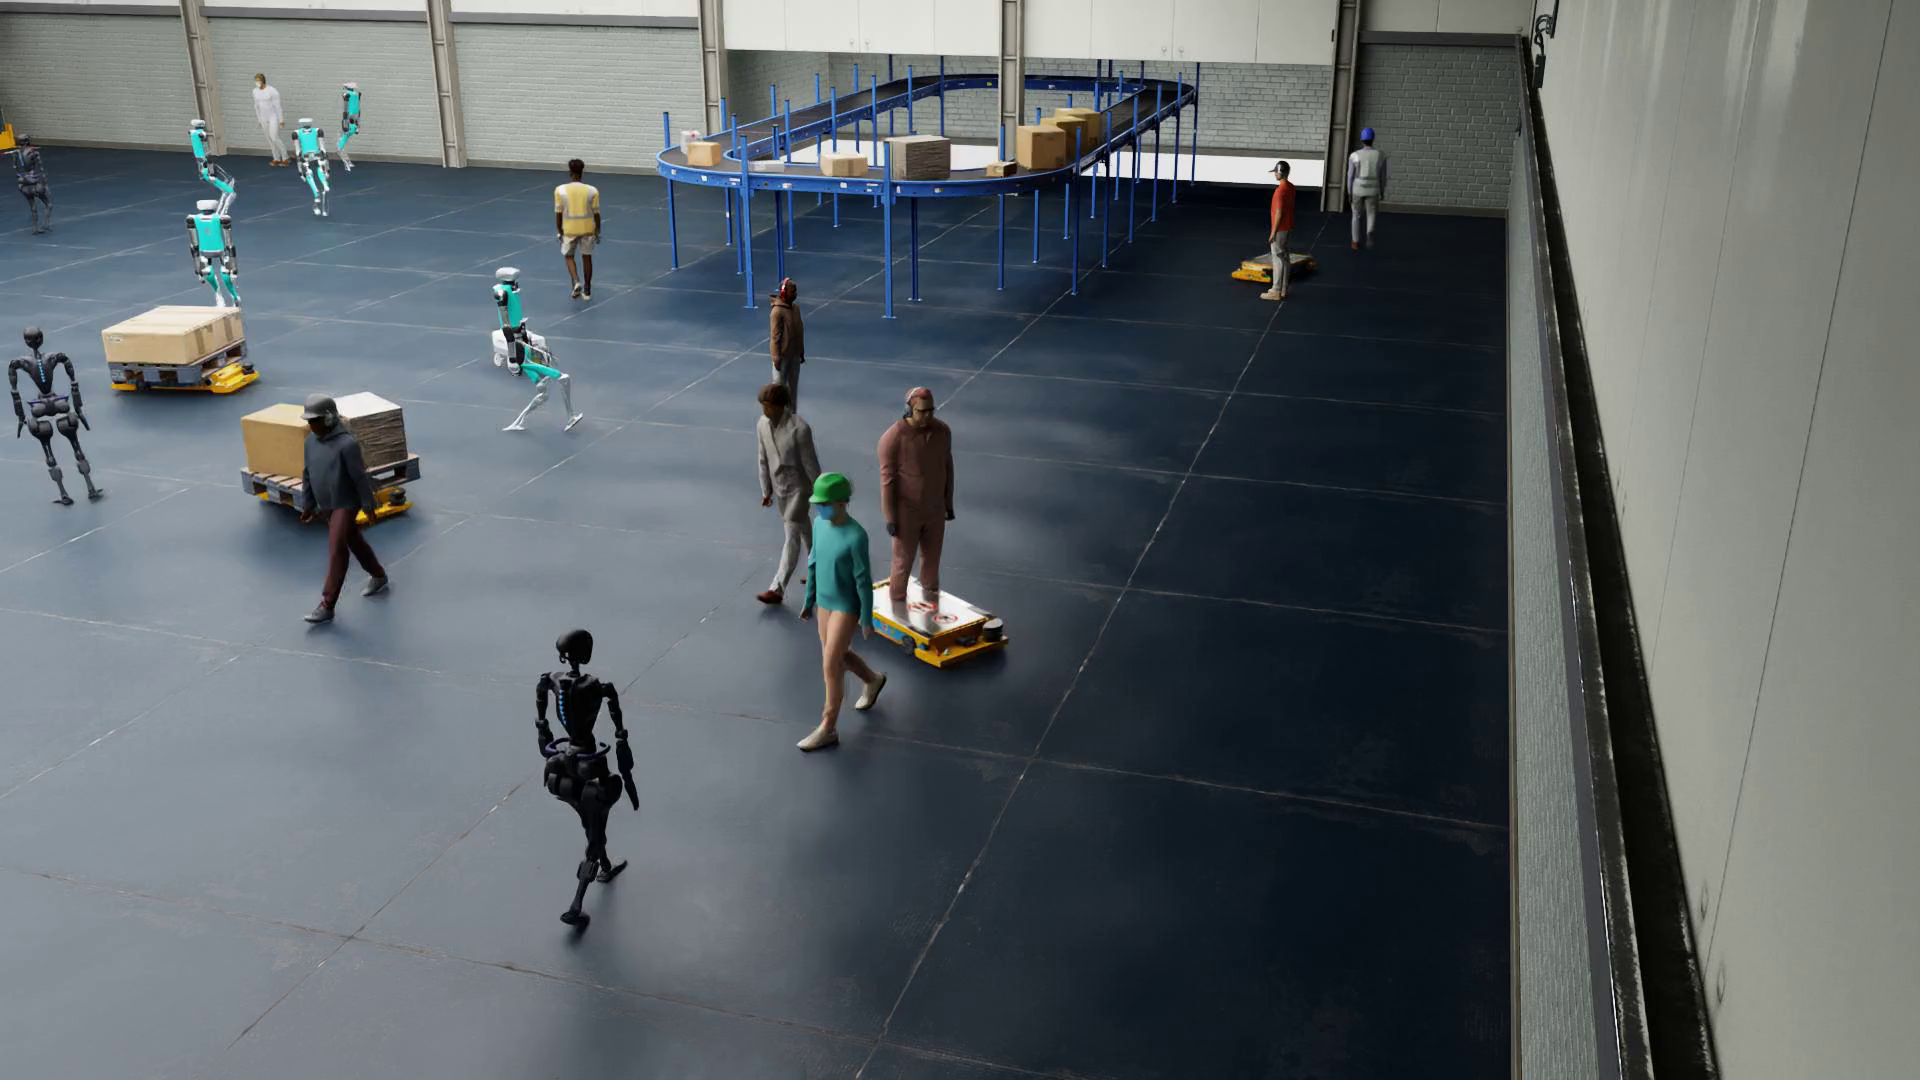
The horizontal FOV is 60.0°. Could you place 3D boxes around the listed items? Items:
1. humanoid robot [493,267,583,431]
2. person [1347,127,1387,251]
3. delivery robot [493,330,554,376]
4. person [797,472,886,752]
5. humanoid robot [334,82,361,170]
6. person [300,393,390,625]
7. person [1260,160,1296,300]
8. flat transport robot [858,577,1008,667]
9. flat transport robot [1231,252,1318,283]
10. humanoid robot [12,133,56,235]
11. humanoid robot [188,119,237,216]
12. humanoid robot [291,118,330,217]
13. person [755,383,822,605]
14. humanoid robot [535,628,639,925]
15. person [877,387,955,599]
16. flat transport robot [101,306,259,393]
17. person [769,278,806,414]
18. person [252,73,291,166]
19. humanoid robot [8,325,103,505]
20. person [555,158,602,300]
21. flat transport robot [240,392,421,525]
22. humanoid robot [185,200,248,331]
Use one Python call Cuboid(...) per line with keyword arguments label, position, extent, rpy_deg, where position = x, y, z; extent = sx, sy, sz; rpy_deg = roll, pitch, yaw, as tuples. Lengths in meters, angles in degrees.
Cuboid(label="humanoid robot", position=(-4.317, -1.942, 17.255), extent=(1.024, 1.780, 0.530), rpy_deg=(0, 21, 0))
Cuboid(label="person", position=(6.367, -5.480, 26.085), extent=(0.616, 1.928, 0.715), rpy_deg=(3, 21, 8))
Cuboid(label="delivery robot", position=(-5.201, -2.267, 19.677), extent=(0.801, 0.608, 0.499), rpy_deg=(20, 29, 41))
Cuboid(label="person", position=(-0.773, 0.406, 10.938), extent=(0.838, 1.842, 0.530), rpy_deg=(-18, 28, -39))
Cuboid(label="humanoid robot", position=(-12.621, -8.478, 34.092), extent=(0.738, 1.763, 0.538), rpy_deg=(5, 22, 13))
Cuboid(label="person", position=(-4.828, -0.289, 12.852), extent=(0.553, 1.763, 0.961), rpy_deg=(11, 24, 27))
Cuboid(label="person", position=(4.408, -4.289, 23.025), extent=(0.401, 1.911, 0.476), rpy_deg=(13, 25, 30))
Cuboid(label="flat transport robot", position=(-0.344, 0.585, 12.659), extent=(0.659, 0.231, 1.431), rpy_deg=(-17, 27, -37))
Cuboid(label="flat transport robot", position=(4.681, -4.052, 24.689), extent=(0.659, 0.231, 1.431), rpy_deg=(16, 26, 36))
Cuboid(label="humanoid robot", position=(-15.354, -5.885, 27.491), extent=(0.606, 1.651, 0.356), rpy_deg=(4, 21, 10))
Cuboid(label="humanoid robot", position=(-12.744, -6.351, 28.513), extent=(0.532, 1.727, 0.690), rpy_deg=(20, 28, 41))
Cuboid(label="humanoid robot", position=(-11.086, -6.323, 28.593), extent=(0.545, 1.749, 1.037), rpy_deg=(-11, 24, -26))
Cuboid(label="person", position=(-1.356, -0.396, 13.141), extent=(0.533, 1.770, 0.932), rpy_deg=(17, 27, 37))
Cuboid(label="humanoid robot", position=(-2.046, 1.254, 9.039), extent=(0.612, 1.632, 0.772), rpy_deg=(8, 22, 20))
Cuboid(label="person", position=(-0.304, -0.238, 12.537), extent=(0.652, 1.900, 0.401), rpy_deg=(-15, 26, -35))
Cuboid(label="flat transport robot", position=(-8.877, -1.869, 19.026), extent=(1.431, 0.231, 0.659), rpy_deg=(2, 21, 5))
Cuboid(label="person", position=(-1.793, -1.893, 17.177), extent=(0.310, 1.647, 0.462), rpy_deg=(13, 24, 30))
Cuboid(label="person", position=(-14.320, -8.711, 34.507), extent=(0.645, 1.913, 0.449), rpy_deg=(8, 22, 19))
Cuboid(label="humanoid robot", position=(-8.298, -1.137, 15.186), extent=(0.609, 1.641, 0.399), rpy_deg=(-13, 25, -31))
Cuboid(label="person", position=(-5.240, -4.258, 22.878), extent=(0.636, 1.952, 0.487), rpy_deg=(-6, 22, -15))
Cuboid(label="flat transport robot", position=(-5.748, -0.421, 15.271), extent=(1.431, 0.231, 0.659), rpy_deg=(15, 26, 34))
Cuboid(label="humanoid robot", position=(-9.377, -3.407, 21.129), extent=(0.546, 1.899, 0.759), rpy_deg=(-3, 21, -7))
